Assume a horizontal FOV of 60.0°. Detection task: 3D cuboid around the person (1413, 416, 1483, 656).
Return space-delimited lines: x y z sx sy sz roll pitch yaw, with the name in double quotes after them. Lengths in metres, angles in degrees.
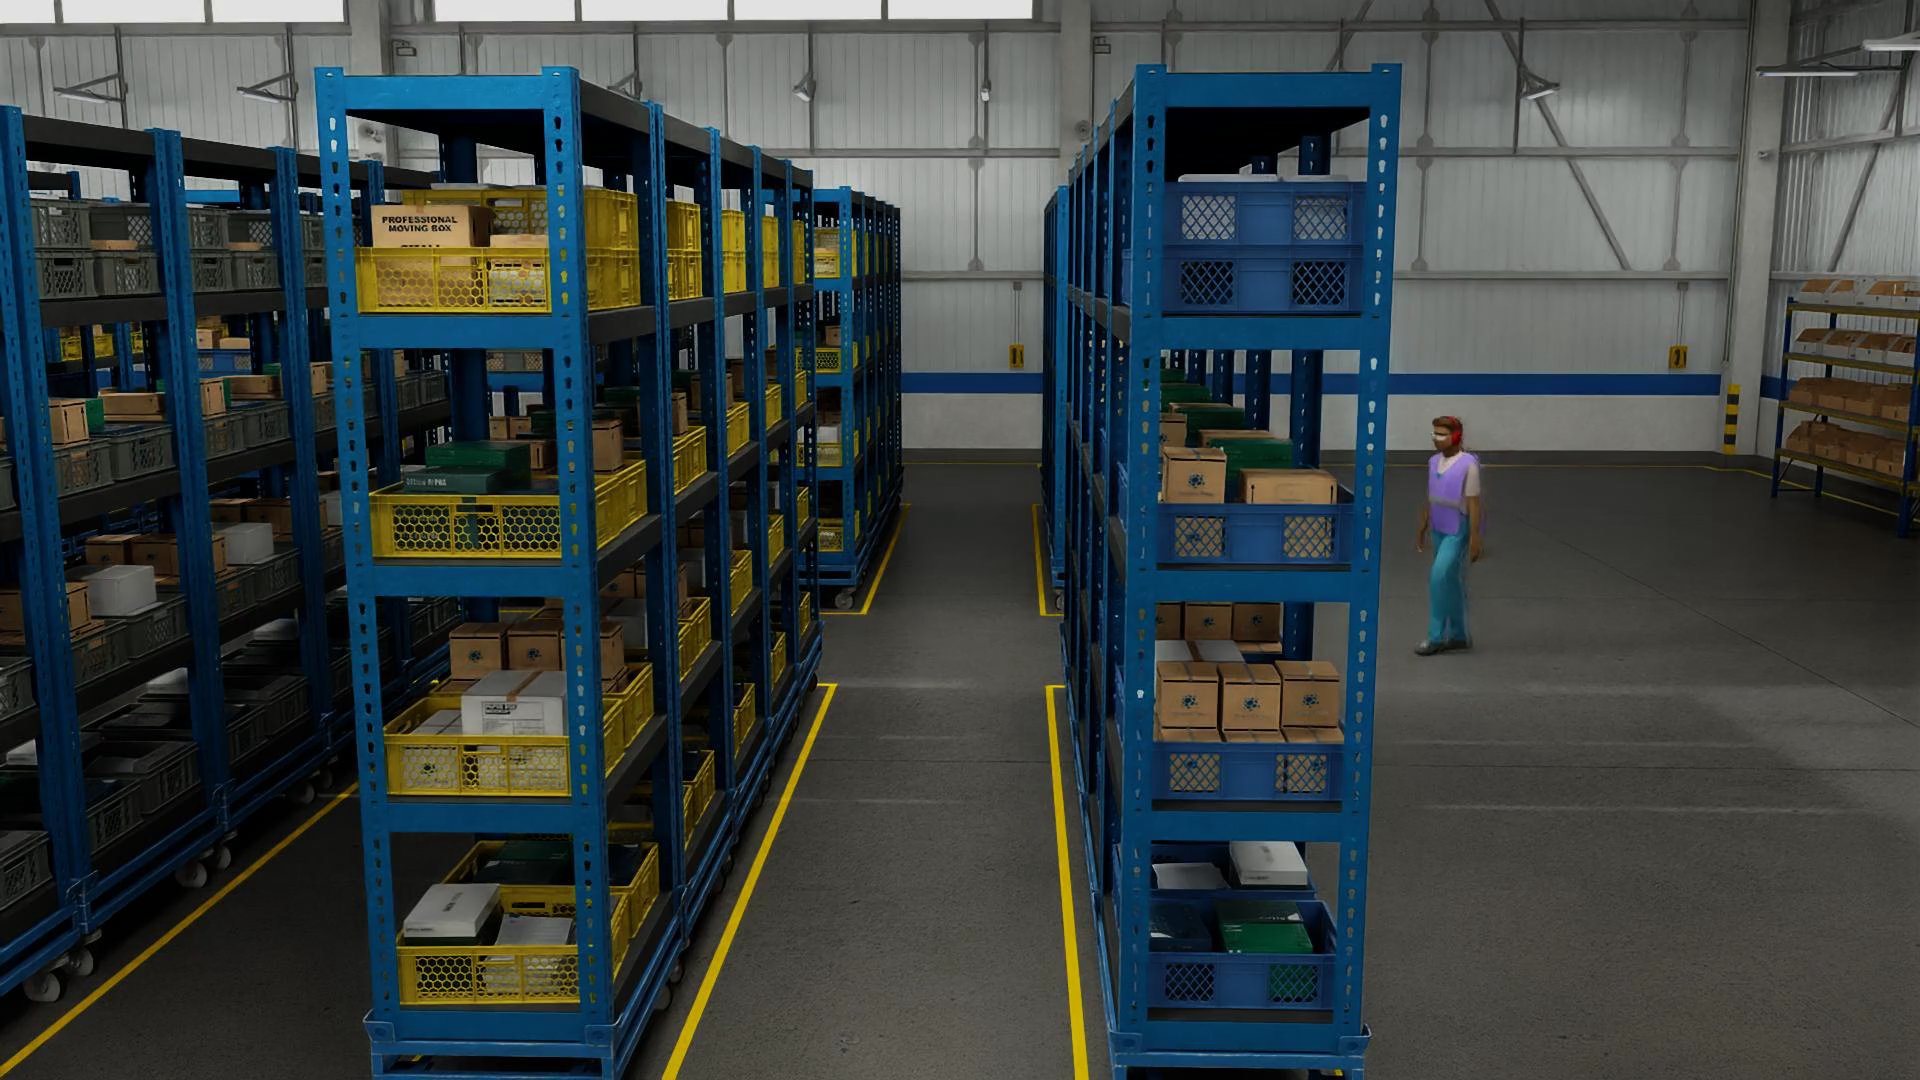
3.652 -0.027 12.664 0.711 1.821 0.613 -3 10 -15 "person"
